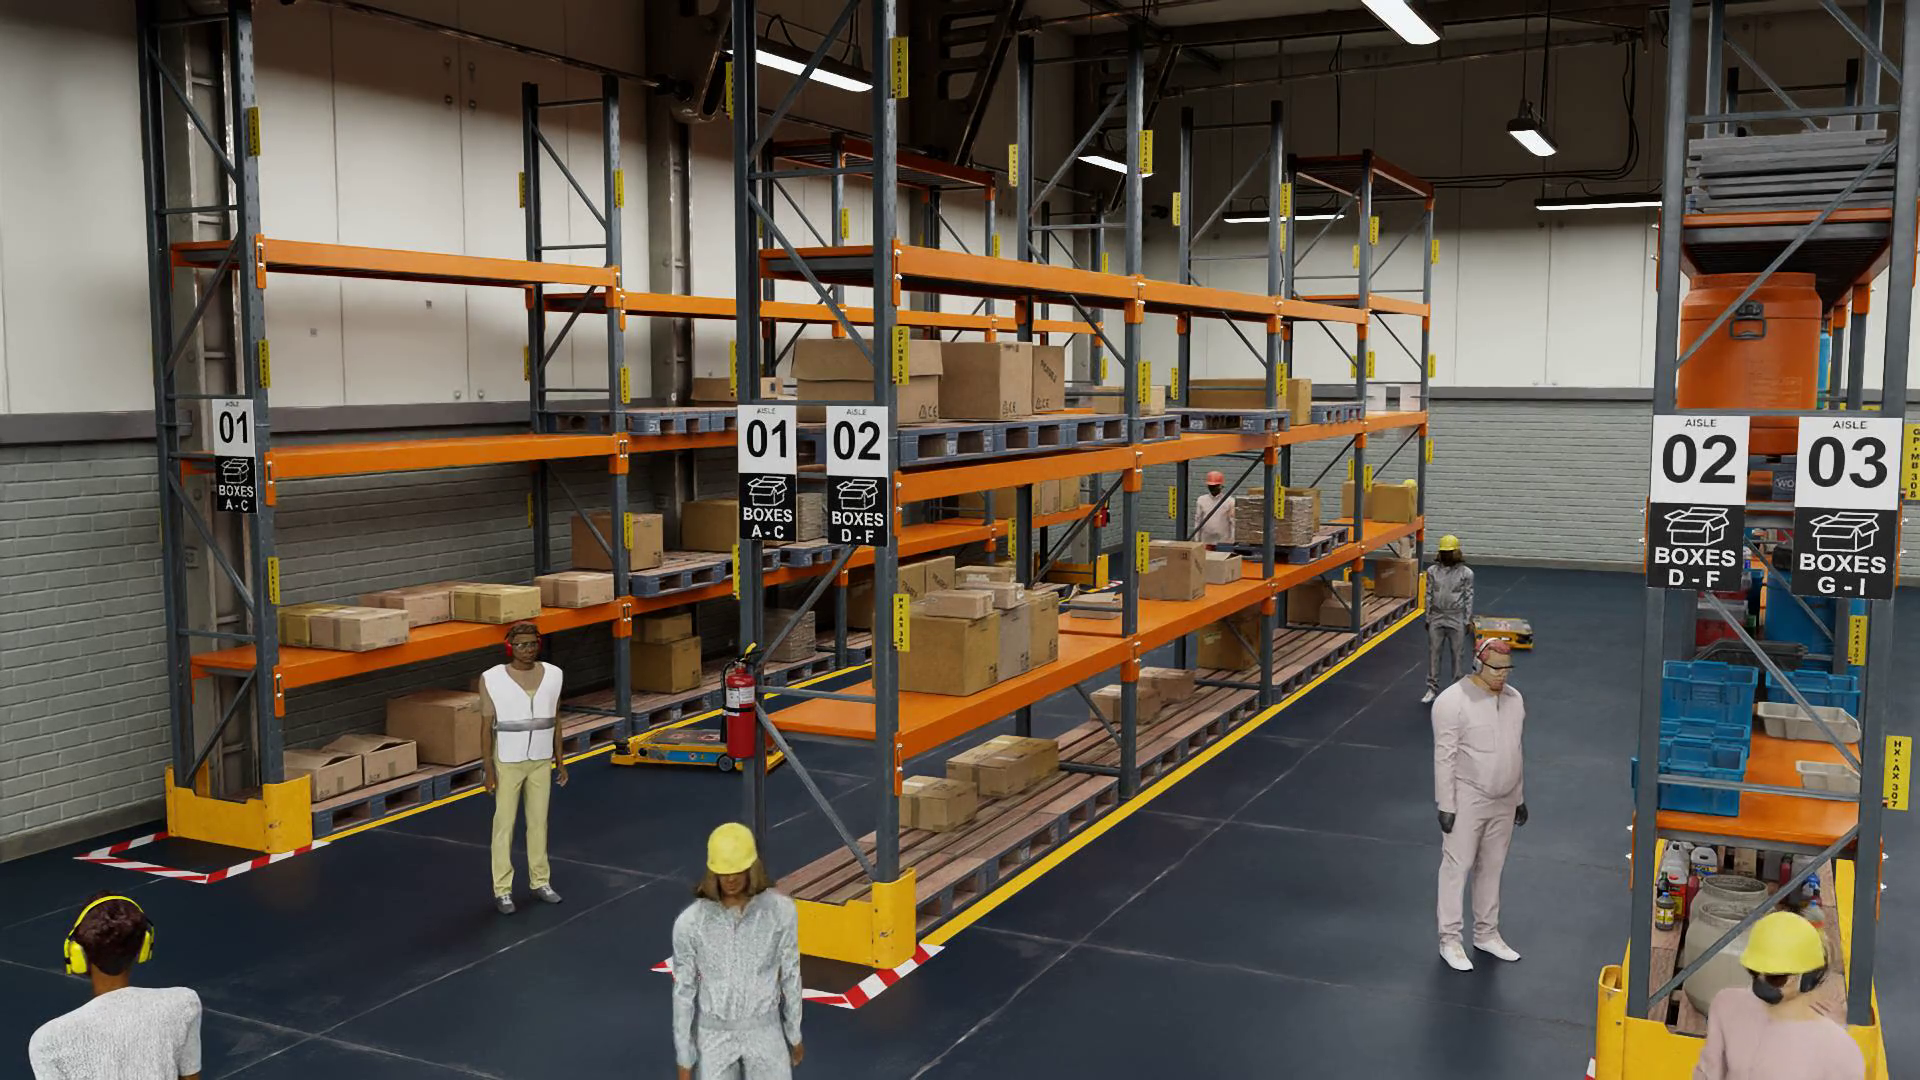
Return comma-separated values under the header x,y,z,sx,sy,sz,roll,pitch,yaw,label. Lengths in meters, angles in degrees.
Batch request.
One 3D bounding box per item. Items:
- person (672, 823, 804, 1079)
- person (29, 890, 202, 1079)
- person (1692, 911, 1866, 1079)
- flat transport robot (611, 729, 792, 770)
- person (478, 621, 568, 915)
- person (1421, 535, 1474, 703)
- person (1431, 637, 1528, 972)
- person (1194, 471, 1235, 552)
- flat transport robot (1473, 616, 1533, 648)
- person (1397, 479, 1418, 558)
x,y,z,sx,sy,sz,roll,pitch,yaw,label
-0.833,1.925,6.308,0.504,1.720,0.575,-1,6,-13,person
-2.538,1.981,5.039,0.329,1.873,0.516,5,8,41,person
2.678,2.016,5.381,0.858,1.732,0.532,-3,7,-26,person
-2.235,1.806,14.439,1.431,0.197,0.652,1,6,11,flat transport robot
-2.782,1.422,10.591,0.563,1.847,0.388,-5,8,-40,person
4.985,0.815,16.988,0.487,1.744,0.312,3,7,30,person
3.015,1.501,9.570,0.639,1.903,0.407,-3,7,-26,person
3.619,0.010,23.620,0.619,1.990,0.395,3,7,26,person
6.788,1.149,20.831,0.652,0.197,1.431,2,6,15,flat transport robot
6.791,-0.043,25.226,0.328,1.767,0.532,0,6,-4,person
